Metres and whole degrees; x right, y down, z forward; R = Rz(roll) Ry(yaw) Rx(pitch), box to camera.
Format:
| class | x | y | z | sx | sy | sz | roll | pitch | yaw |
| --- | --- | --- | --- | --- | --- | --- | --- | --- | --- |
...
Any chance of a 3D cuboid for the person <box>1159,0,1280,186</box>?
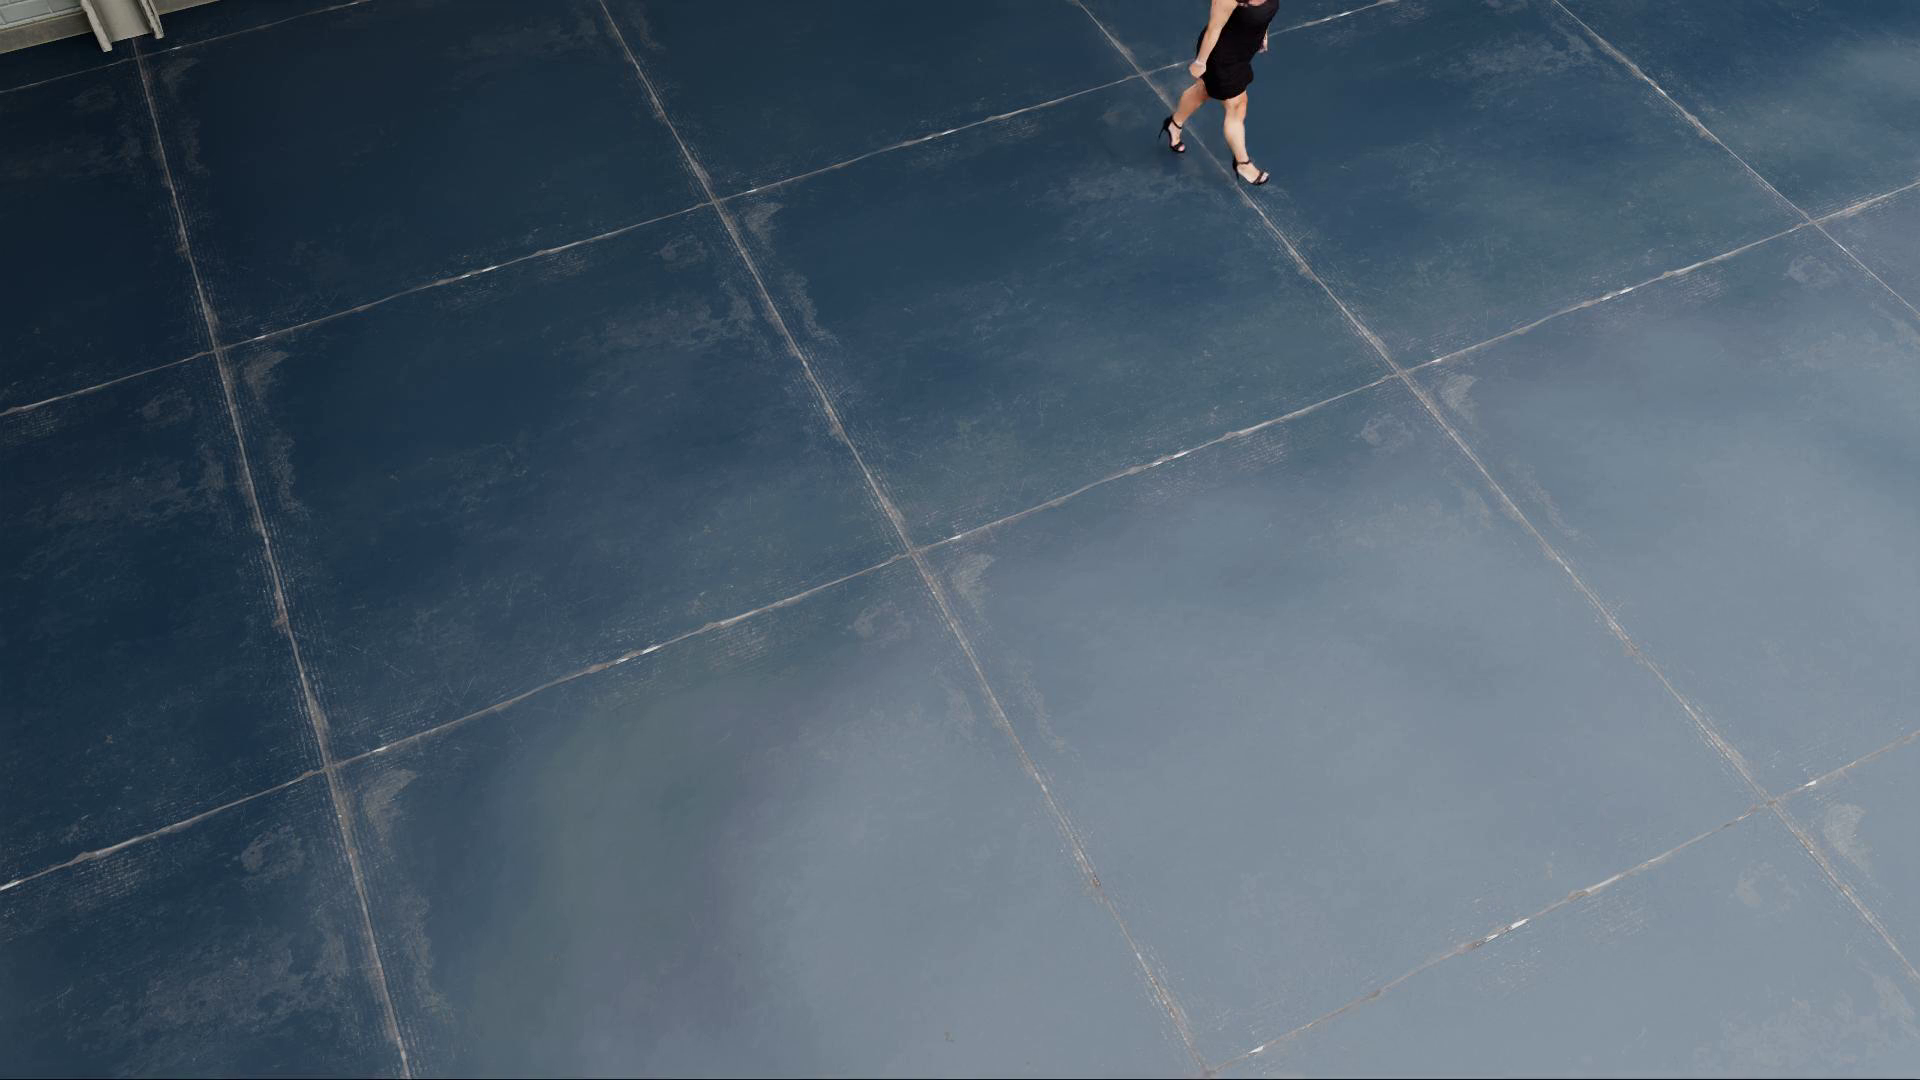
| class | x | y | z | sx | sy | sz | roll | pitch | yaw |
| --- | --- | --- | --- | --- | --- | --- | --- | --- | --- |
| person | 1.480 | -2.871 | 9.792 | 1.054 | 1.658 | 1.075 | 31 | 58 | 22 |
